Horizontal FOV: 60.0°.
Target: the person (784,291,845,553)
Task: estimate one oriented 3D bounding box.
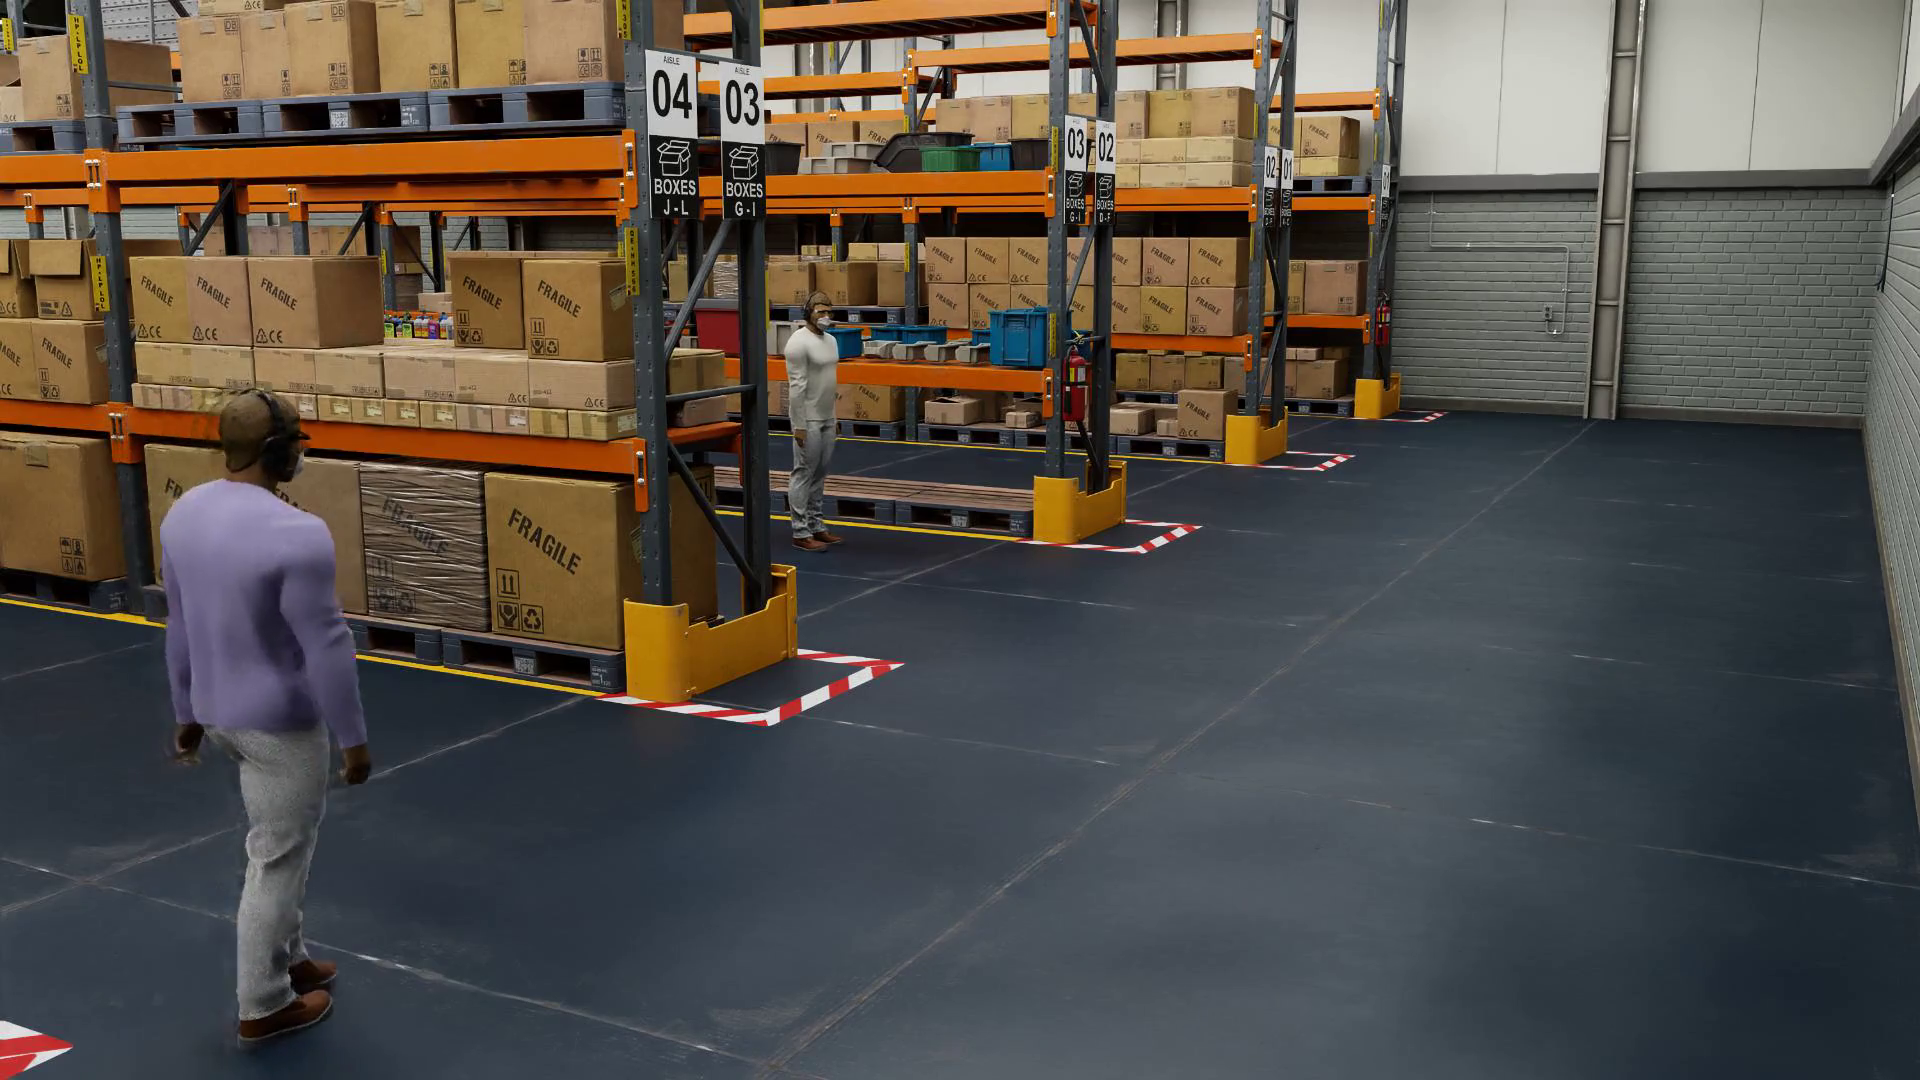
[{"bbox_3d":[-1.084,-0.888,12.473,0.378,1.937,0.629,4,11,22],"label":"person"}]

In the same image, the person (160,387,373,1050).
[{"bbox_3d":[-1.967,0.511,4.879,0.661,1.920,0.580,7,12,32],"label":"person"}]

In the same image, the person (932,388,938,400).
[{"bbox_3d":[-0.181,-2.427,21.191,0.994,1.813,0.553,7,13,35],"label":"person"}]
